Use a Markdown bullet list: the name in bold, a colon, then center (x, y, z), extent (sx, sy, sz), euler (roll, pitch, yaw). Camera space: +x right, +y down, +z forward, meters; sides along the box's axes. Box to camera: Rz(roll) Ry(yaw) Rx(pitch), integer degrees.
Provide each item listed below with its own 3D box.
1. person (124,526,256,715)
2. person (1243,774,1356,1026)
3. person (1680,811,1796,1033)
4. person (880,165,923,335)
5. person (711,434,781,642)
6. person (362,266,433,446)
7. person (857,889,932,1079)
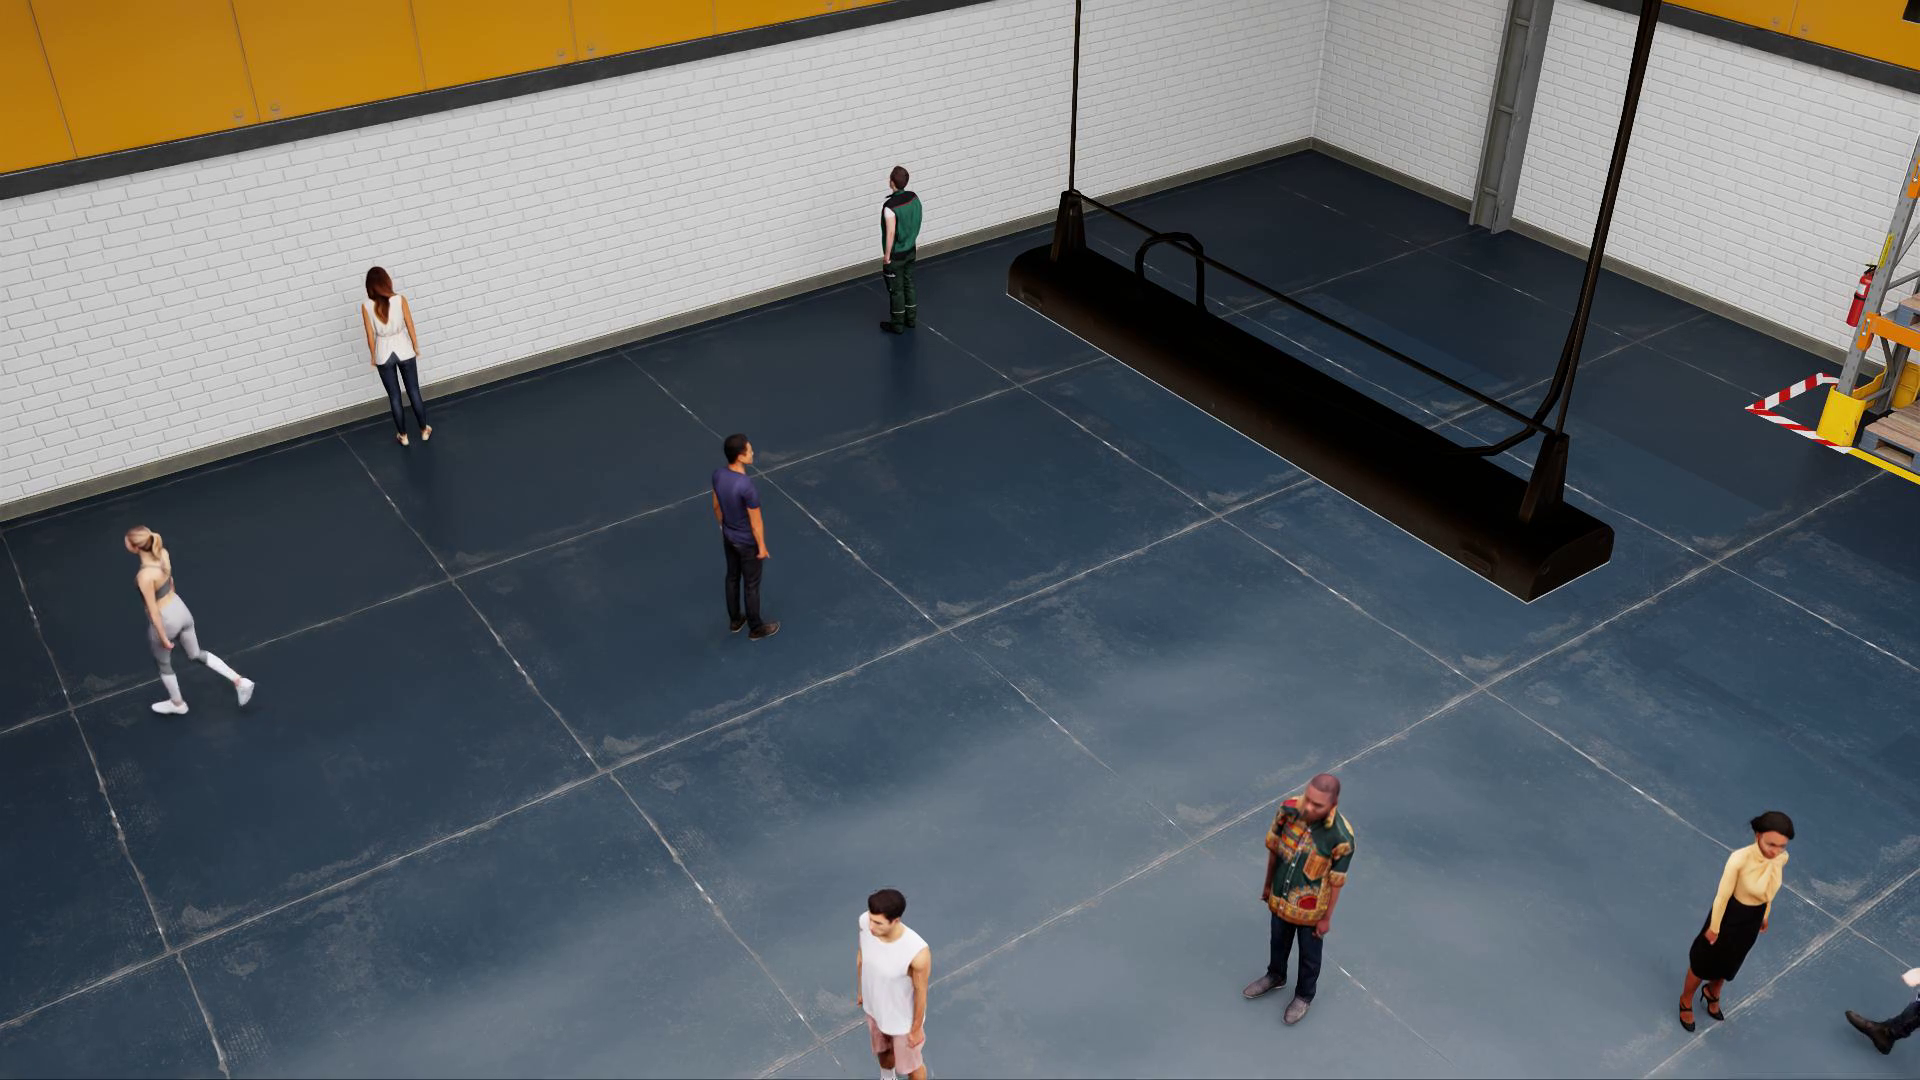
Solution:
- **person**: center (-5.687, 0.608, 12.161), extent (1.046, 1.680, 1.012), euler (4, 34, 5)
- **person**: center (2.030, 2.084, 9.825), extent (0.655, 1.808, 0.802), euler (29, 43, 36)
- **person**: center (4.549, 2.225, 9.751), extent (0.631, 1.654, 0.634), euler (-10, 35, -14)
- **person**: center (-0.642, -3.069, 17.545), extent (0.688, 1.843, 0.712), euler (24, 40, 32)
- **person**: center (-1.720, -0.018, 13.005), extent (0.562, 1.788, 0.752), euler (25, 41, 33)
- **person**: center (-5.289, -1.718, 15.566), extent (0.645, 1.784, 0.598), euler (-13, 36, -19)
- **person**: center (-0.349, 2.555, 9.136), extent (0.563, 1.785, 0.746), euler (28, 42, 35)
